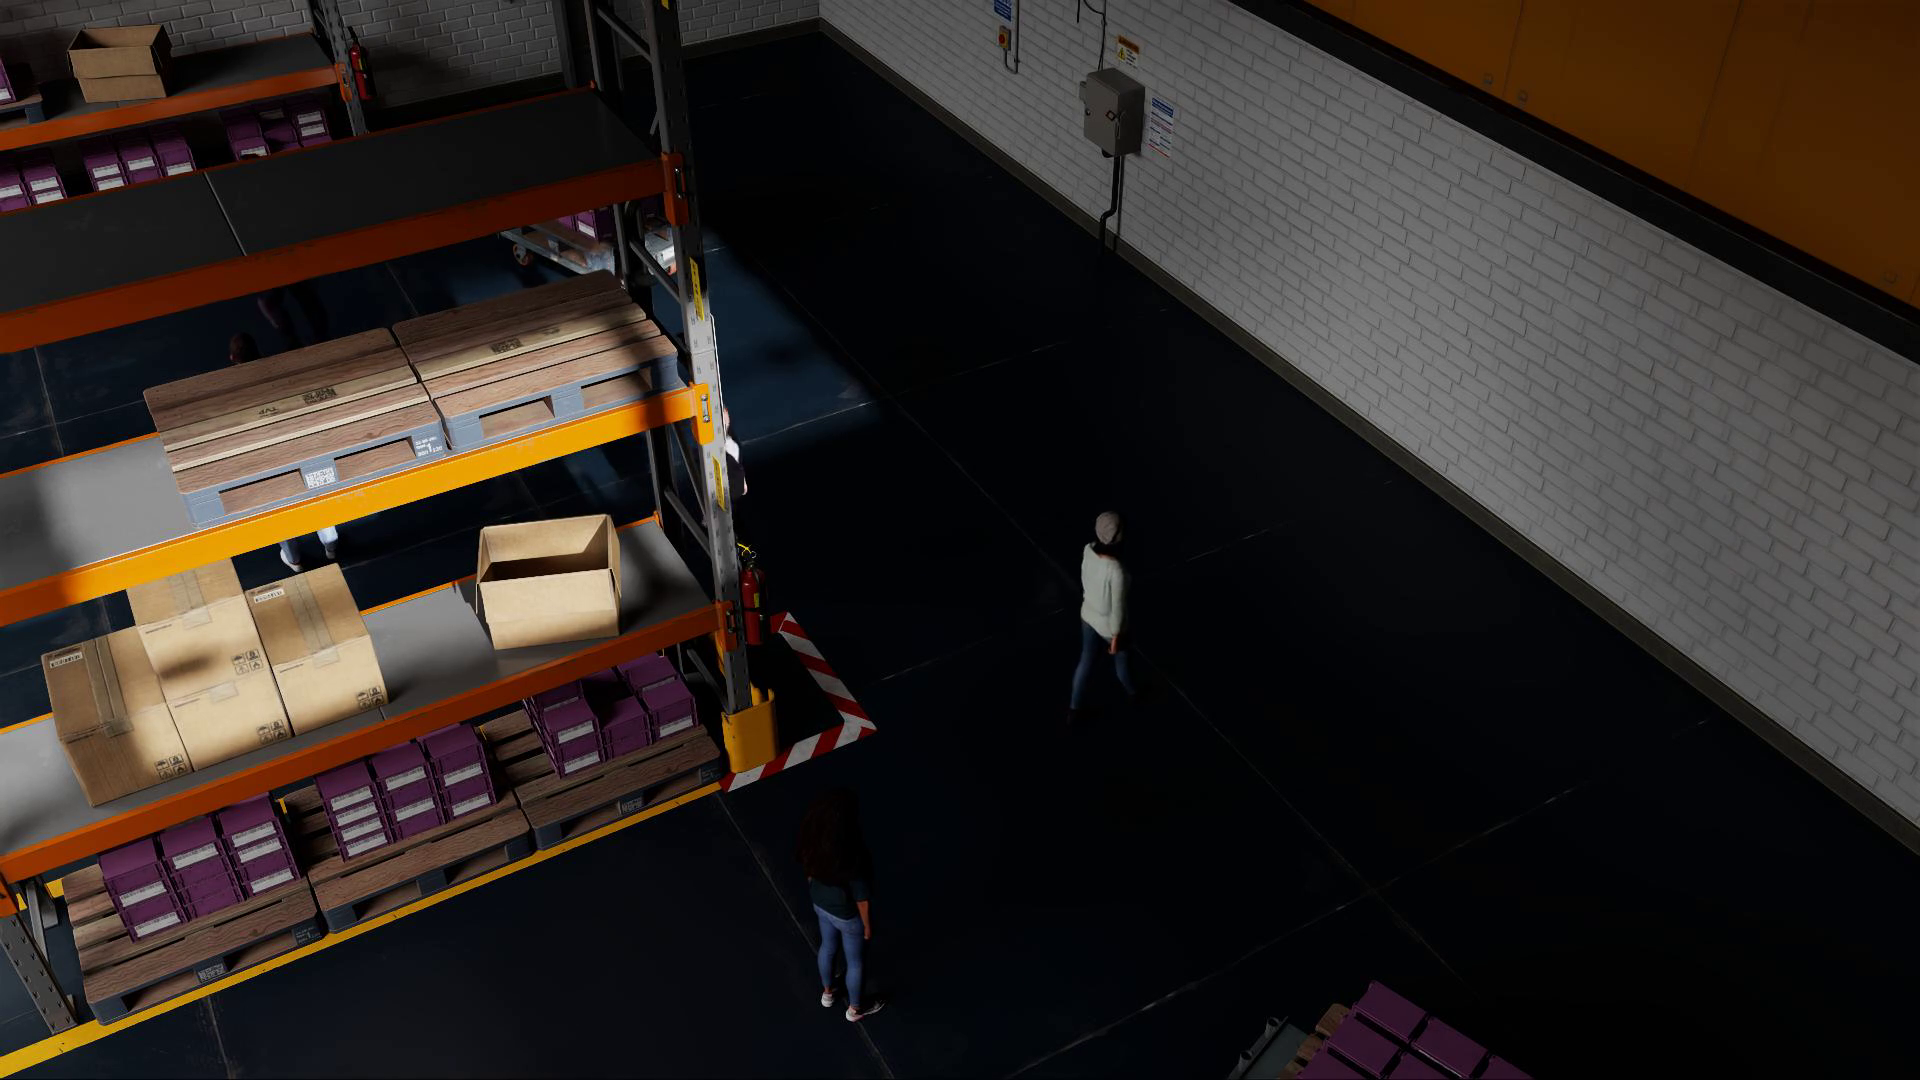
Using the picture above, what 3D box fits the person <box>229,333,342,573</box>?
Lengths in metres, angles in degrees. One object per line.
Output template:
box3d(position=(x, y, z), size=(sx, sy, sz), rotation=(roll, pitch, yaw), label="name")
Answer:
box3d(position=(-4.697, -0.590, 11.439), size=(0.468, 1.850, 0.694), rotation=(-20, 43, -23), label="person")

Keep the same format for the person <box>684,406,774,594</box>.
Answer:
box3d(position=(-1.678, -0.284, 11.207), size=(1.100, 1.662, 1.027), rotation=(7, 39, 8), label="person")

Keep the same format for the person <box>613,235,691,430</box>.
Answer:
box3d(position=(-2.518, -1.485, 12.627), size=(1.117, 1.767, 0.779), rotation=(-10, 40, -12), label="person")

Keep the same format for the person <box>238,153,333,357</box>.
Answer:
box3d(position=(-5.442, -2.290, 13.586), size=(0.887, 1.828, 0.840), rotation=(6, 39, 8), label="person")

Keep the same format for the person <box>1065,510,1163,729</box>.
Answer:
box3d(position=(0.834, 0.515, 10.240), size=(0.932, 1.621, 0.622), rotation=(-22, 43, -25), label="person")

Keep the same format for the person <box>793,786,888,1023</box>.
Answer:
box3d(position=(-0.610, 1.869, 8.548), size=(0.685, 1.616, 0.703), rotation=(27, 46, 30), label="person")
